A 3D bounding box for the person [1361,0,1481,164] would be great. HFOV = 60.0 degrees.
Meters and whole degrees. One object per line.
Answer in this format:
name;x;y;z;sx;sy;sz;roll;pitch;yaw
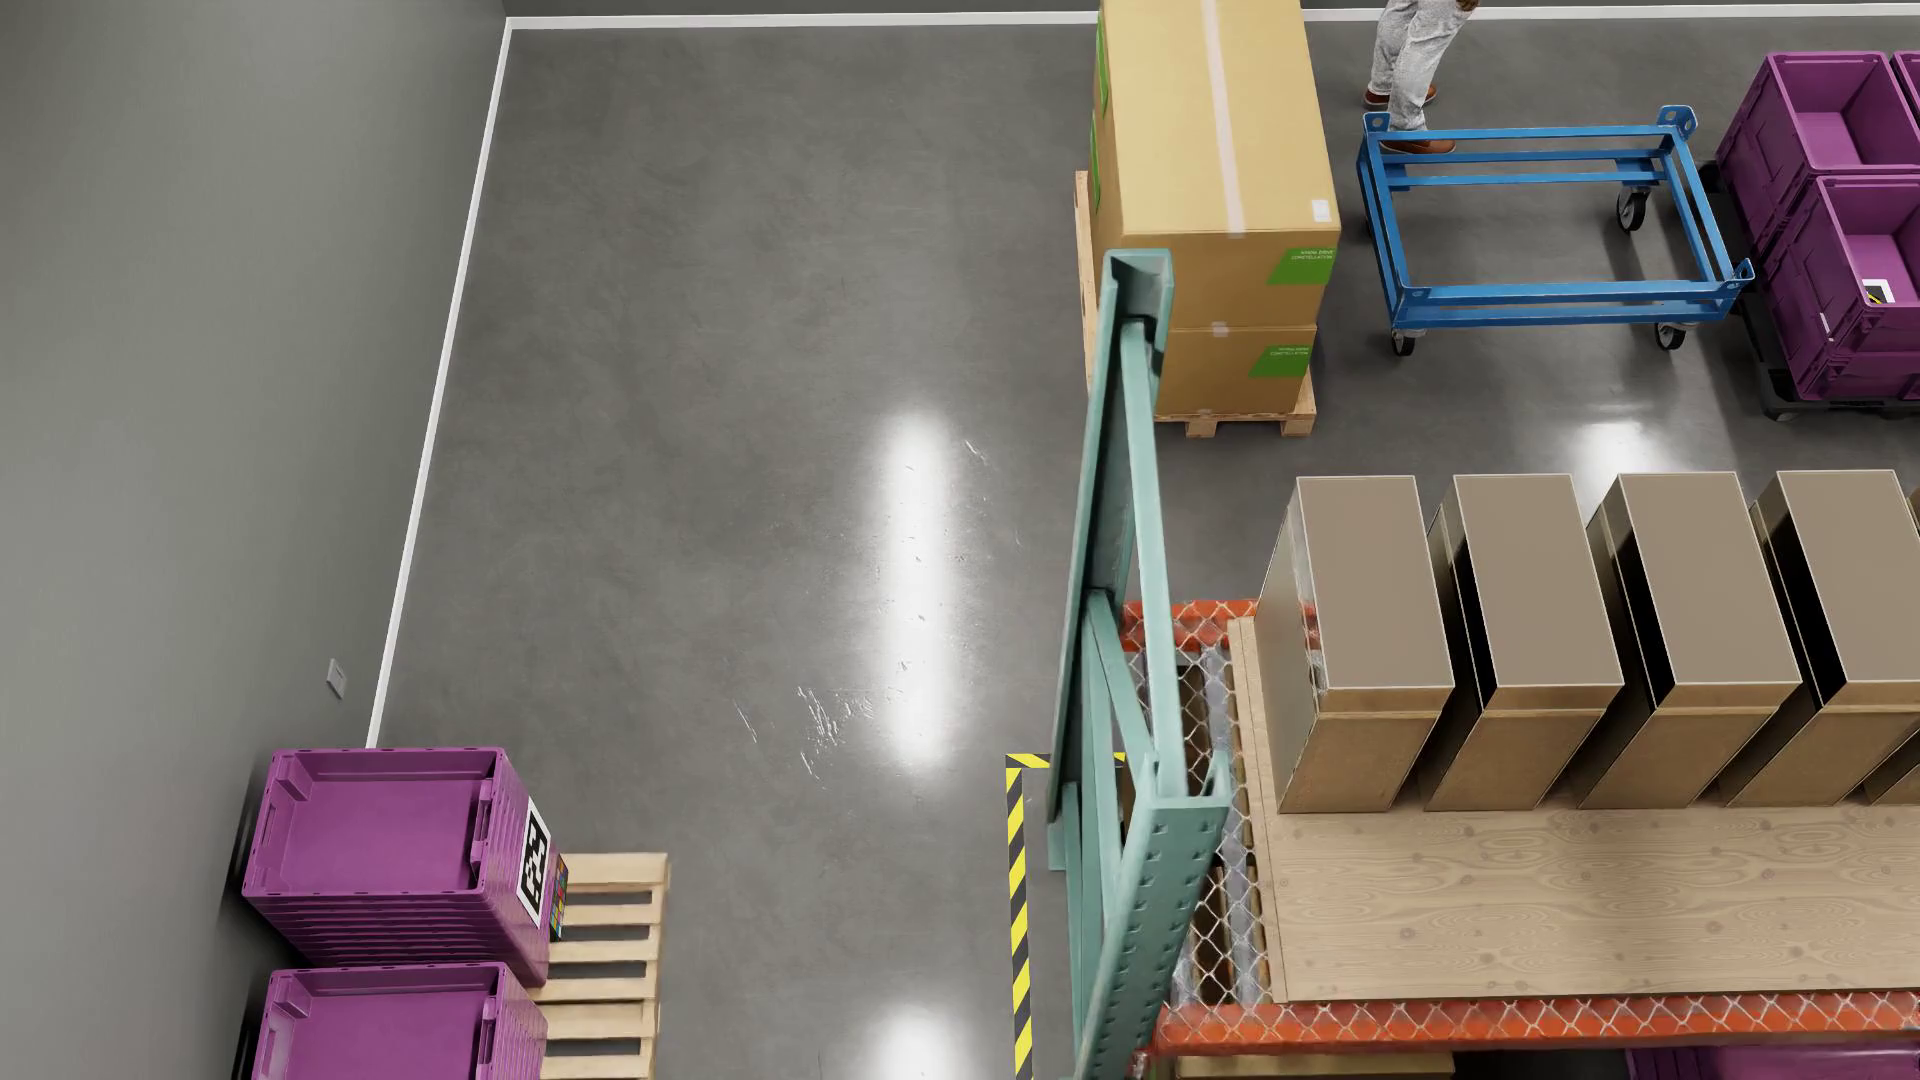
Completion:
person;1.822;-2.235;6.073;0.370;1.939;0.631;-3;58;-2
